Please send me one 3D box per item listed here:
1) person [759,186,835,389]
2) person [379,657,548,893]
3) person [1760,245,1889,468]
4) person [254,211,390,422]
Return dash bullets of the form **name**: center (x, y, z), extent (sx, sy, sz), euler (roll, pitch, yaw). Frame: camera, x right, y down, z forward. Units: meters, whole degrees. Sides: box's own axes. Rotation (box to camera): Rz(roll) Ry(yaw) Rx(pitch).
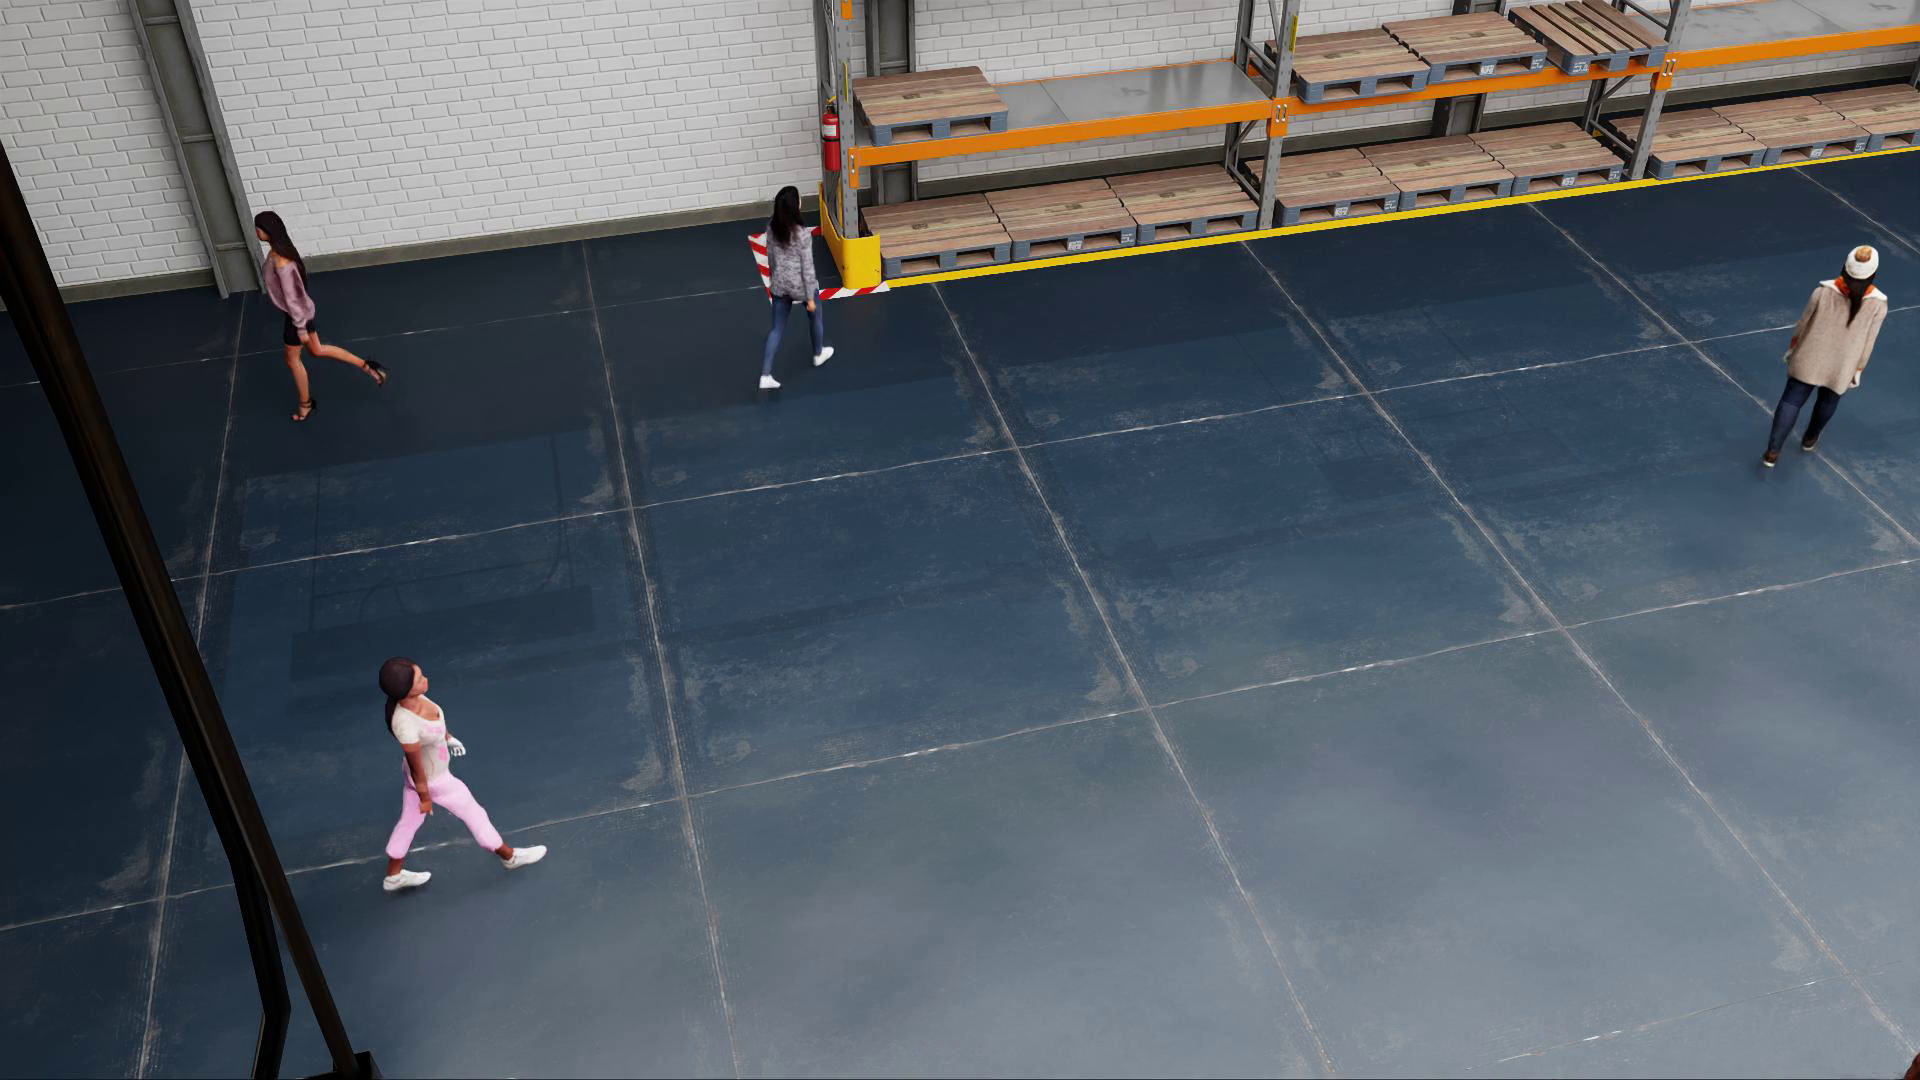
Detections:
- **person**: center (-1.383, -1.967, 13.220), extent (1.116, 1.693, 1.174), euler (19, 42, 22)
- **person**: center (-2.993, 1.320, 9.102), extent (1.171, 1.695, 0.690), euler (-14, 41, -16)
- **person**: center (6.371, -1.324, 12.282), extent (1.114, 1.860, 1.188), euler (21, 43, 24)
- **person**: center (-4.996, -1.720, 12.837), extent (1.046, 1.786, 0.677), euler (-12, 40, -15)
